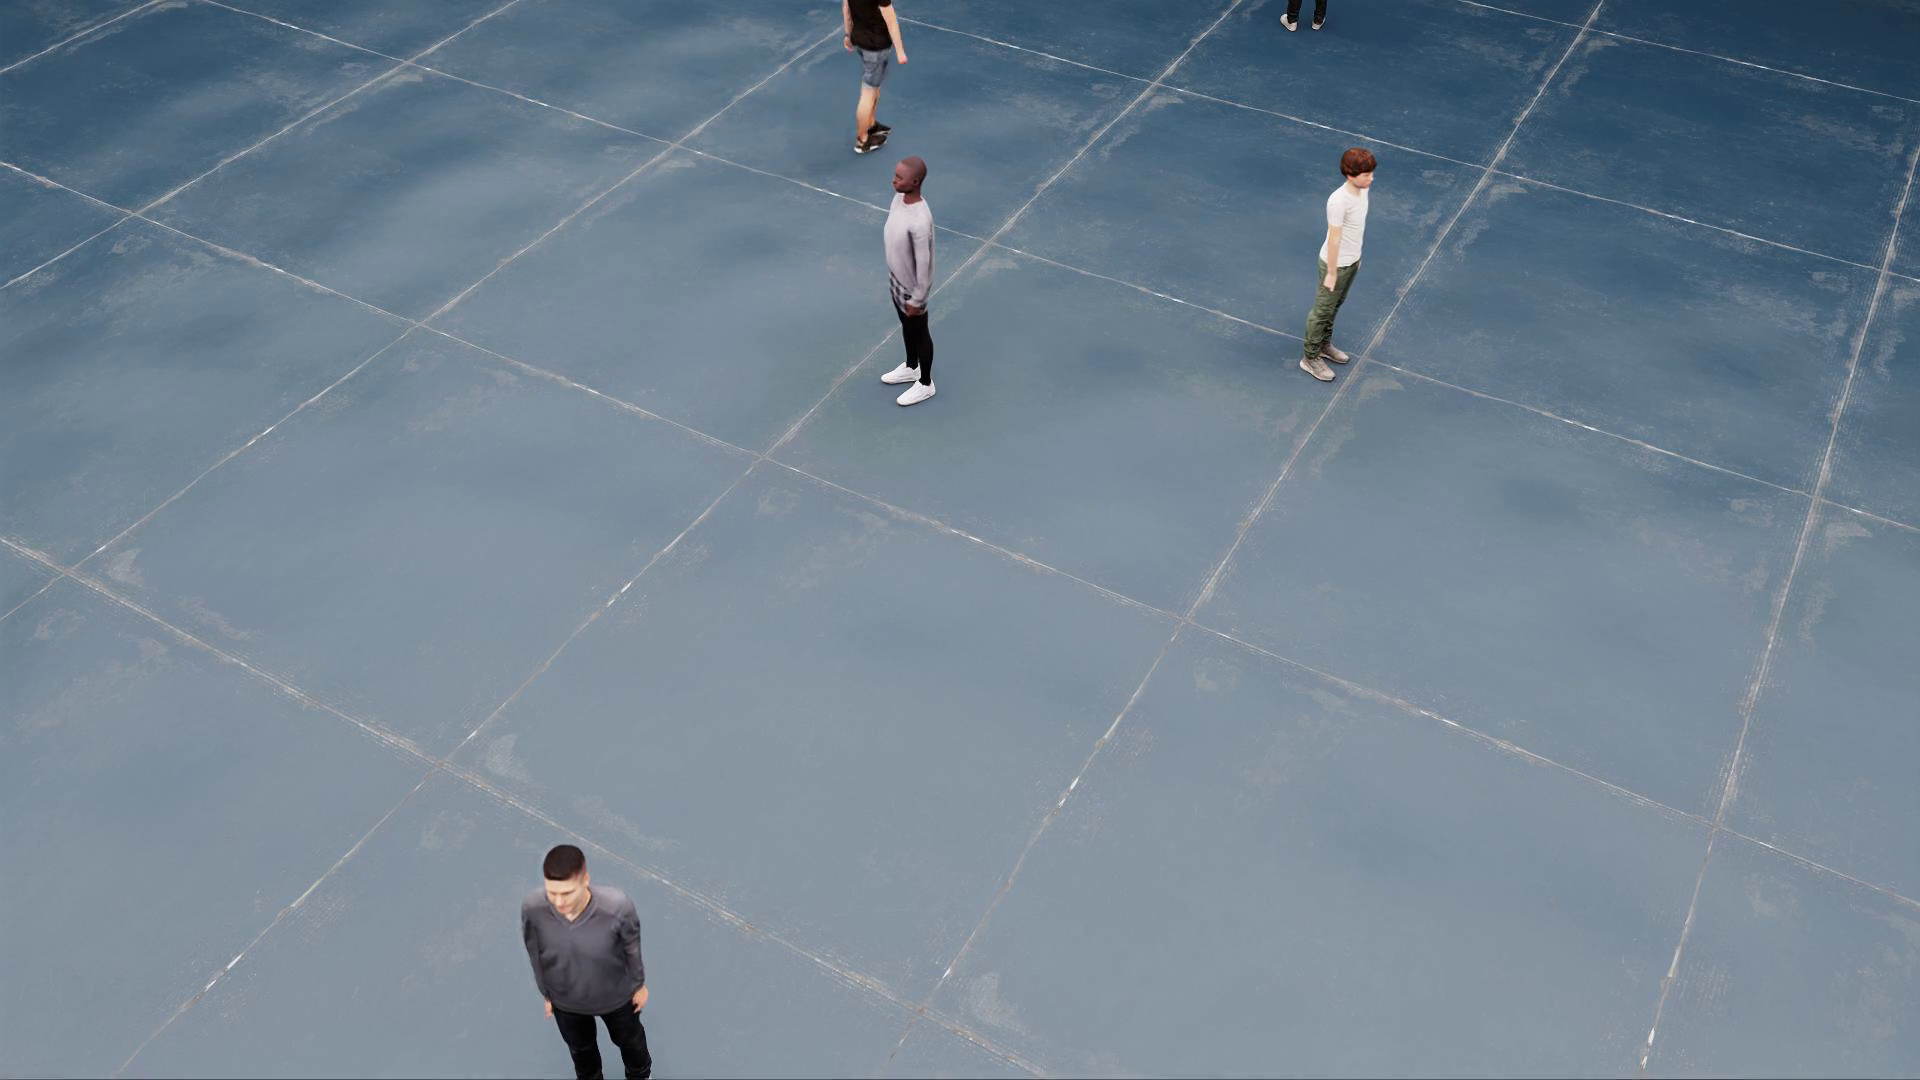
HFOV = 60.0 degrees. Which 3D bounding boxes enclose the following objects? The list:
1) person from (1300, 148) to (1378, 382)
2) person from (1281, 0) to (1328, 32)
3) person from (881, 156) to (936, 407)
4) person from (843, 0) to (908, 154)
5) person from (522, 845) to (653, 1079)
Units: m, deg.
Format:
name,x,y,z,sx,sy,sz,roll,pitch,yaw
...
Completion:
name,x,y,z,sx,sy,sz,roll,pitch,yaw
person,2.514,-1.852,11.035,0.655,1.655,0.494,26,48,26
person,3.182,-5.461,14.934,0.714,1.756,0.712,-1,42,-1
person,-0.307,-1.687,10.766,0.727,1.771,0.696,-16,45,-16
person,-0.783,-3.912,13.171,0.789,1.833,0.773,-27,49,-26
person,-1.520,1.842,6.889,0.704,1.760,0.723,-2,42,-3
